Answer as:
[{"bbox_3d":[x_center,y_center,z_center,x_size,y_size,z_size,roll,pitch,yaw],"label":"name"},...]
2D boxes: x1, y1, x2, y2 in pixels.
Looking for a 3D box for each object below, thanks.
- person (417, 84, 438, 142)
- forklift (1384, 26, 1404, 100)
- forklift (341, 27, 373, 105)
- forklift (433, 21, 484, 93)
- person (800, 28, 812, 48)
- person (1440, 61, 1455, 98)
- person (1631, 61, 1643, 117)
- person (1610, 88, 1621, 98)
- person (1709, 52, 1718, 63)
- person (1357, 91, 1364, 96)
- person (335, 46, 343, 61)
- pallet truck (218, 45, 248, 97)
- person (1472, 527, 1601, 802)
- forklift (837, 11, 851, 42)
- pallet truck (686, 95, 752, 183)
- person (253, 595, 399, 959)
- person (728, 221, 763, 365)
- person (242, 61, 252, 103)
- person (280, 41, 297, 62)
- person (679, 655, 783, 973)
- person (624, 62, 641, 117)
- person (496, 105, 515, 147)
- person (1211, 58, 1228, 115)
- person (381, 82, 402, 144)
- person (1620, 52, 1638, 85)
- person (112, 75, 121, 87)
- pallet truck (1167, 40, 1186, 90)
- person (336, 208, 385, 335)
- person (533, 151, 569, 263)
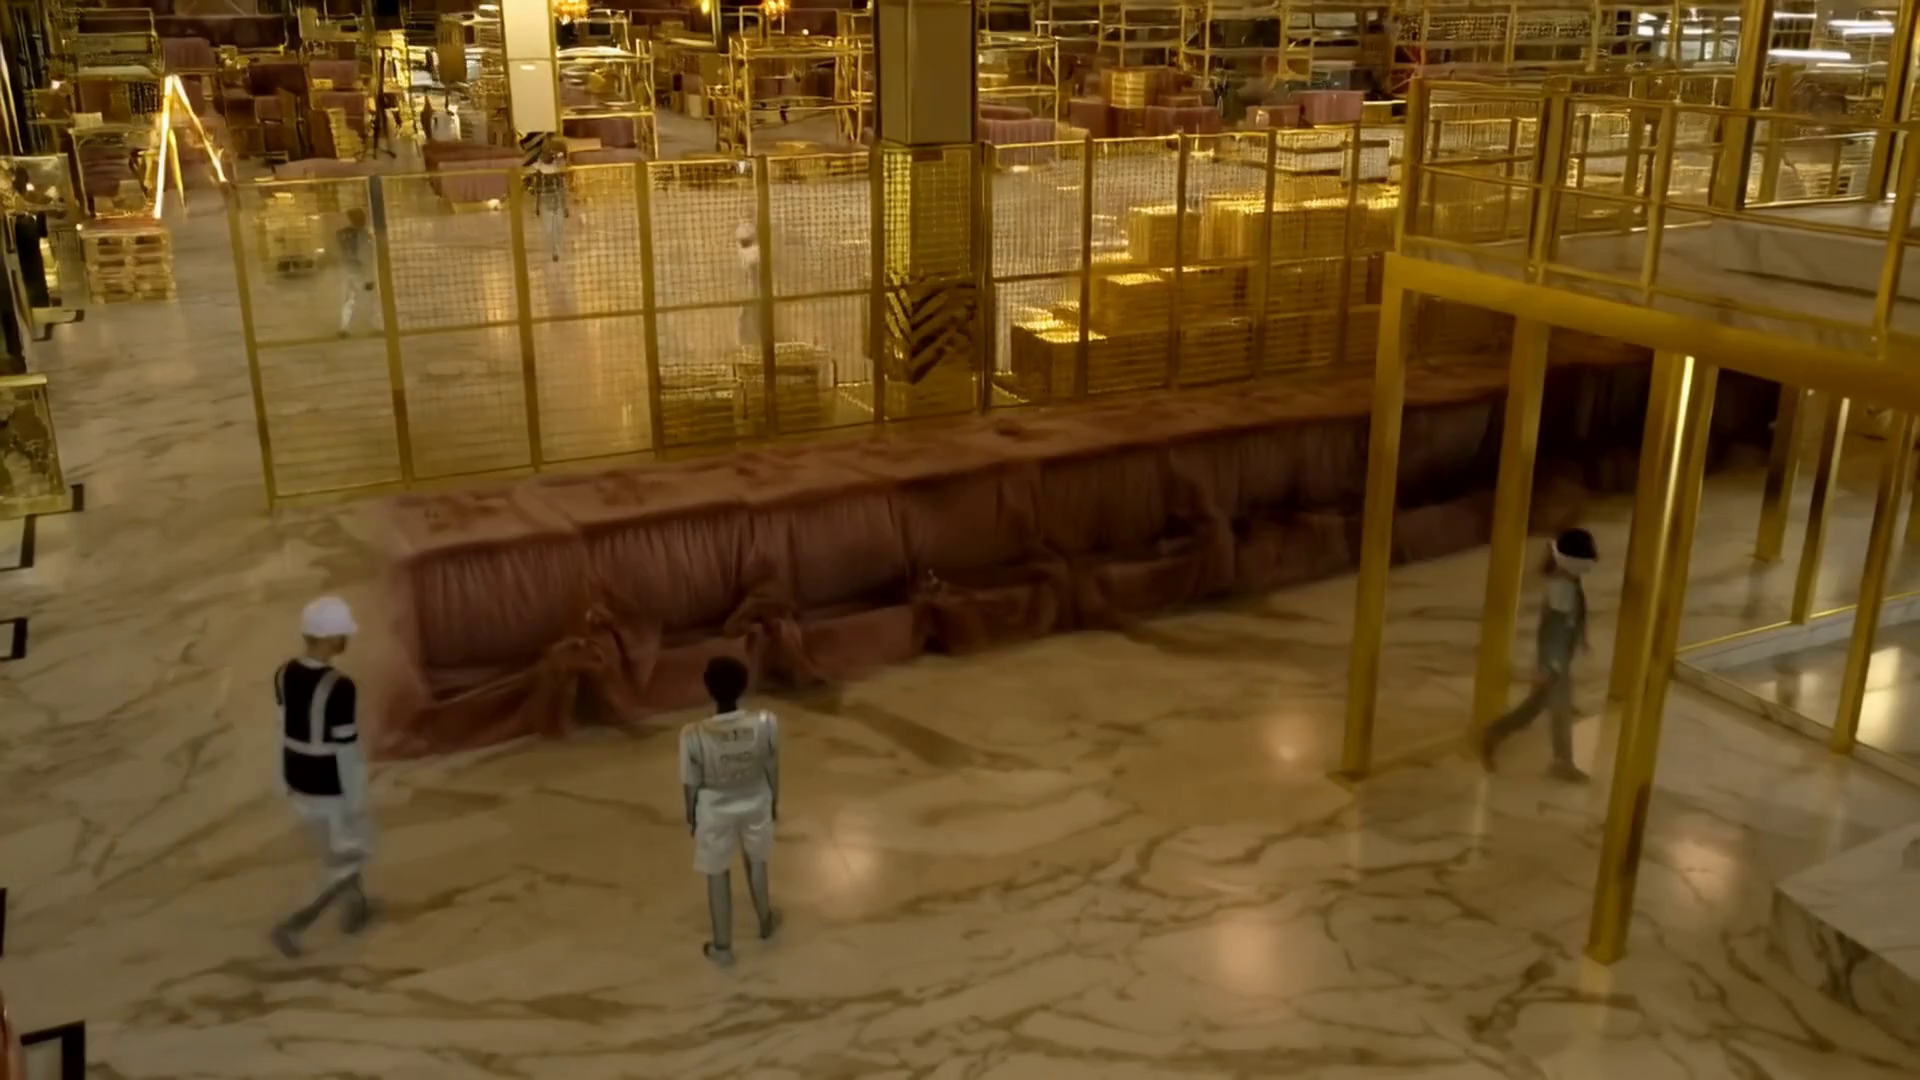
[{"bbox_3d":[-14.876,-11.836,46.581,0.697,1.825,0.521,10,21,26],"label":"person"},{"bbox_3d":[16.298,-17.848,62.408,1.873,2.768,1.129,-9,21,-25],"label":"forklift"},{"bbox_3d":[-22.275,-17.346,60.954,1.873,2.768,1.129,-9,21,-25],"label":"forklift"},{"bbox_3d":[-20.638,-19.844,68.193,1.129,2.768,1.873,14,23,34],"label":"forklift"},{"bbox_3d":[-7.870,-25.141,84.971,0.637,1.936,0.355,-9,21,-25],"label":"person"},{"bbox_3d":[16.652,-15.340,56.630,0.866,1.893,0.591,-5,20,-15],"label":"person"},{"bbox_3d":[23.080,-15.277,56.429,0.606,1.897,0.633,18,26,41],"label":"person"},{"bbox_3d":[17.193,-10.983,44.007,0.655,1.883,0.944,6,20,18],"label":"person"},{"bbox_3d":[30.429,-18.913,67.354,0.871,1.636,0.539,10,22,27],"label":"person"},{"bbox_3d":[11.044,-11.539,45.924,0.538,1.687,0.471,-8,21,-22],"label":"person"},{"bbox_3d":[-27.801,-21.458,74.350,0.547,1.916,0.807,18,26,41],"label":"person"},{"bbox_3d":[-28.879,-18.665,66.111,0.823,1.965,1.885,-3,19,-9],"label":"pallet truck"},{"bbox_3d":[3.646,0.721,10.313,0.800,1.735,0.521,11,22,28],"label":"person"},{"bbox_3d":[-5.792,-25.032,83.233,1.873,2.768,1.129,-9,21,-25],"label":"forklift"},{"bbox_3d":[-5.836,-9.608,39.856,0.823,1.965,1.885,10,22,27],"label":"pallet truck"},{"bbox_3d":[-3.361,1.241,8.561,0.561,1.902,0.814,14,23,34],"label":"person"},{"bbox_3d":[-2.663,-3.096,21.072,0.725,1.931,0.688,-5,20,-14],"label":"person"},{"bbox_3d":[-24.490,-15.622,57.554,0.583,1.837,0.983,-4,19,-11],"label":"person"},{"bbox_3d":[-28.539,-20.243,70.771,0.637,1.938,0.355,-9,21,-25],"label":"person"},{"bbox_3d":[-1.155,1.385,8.442,0.541,1.696,0.316,-9,21,-25],"label":"person"},{"bbox_3d":[-11.144,-15.433,56.828,0.637,1.938,0.355,-9,21,-25],"label":"person"},{"bbox_3d":[-10.325,-8.933,37.991,0.686,1.949,0.584,7,20,19],"label":"person"},{"bbox_3d":[8.978,-15.645,57.461,0.610,1.938,0.805,-1,19,-1],"label":"person"},{"bbox_3d":[-16.521,-12.386,48.295,0.494,1.741,0.315,-9,21,-25],"label":"person"},{"bbox_3d":[27.262,-19.110,67.913,0.633,1.664,0.539,2,19,5],"label":"person"},{"bbox_3d":[-27.368,-14.278,54.010,0.519,1.588,0.866,-12,22,-31],"label":"person"},{"bbox_3d":[9.045,-19.971,69.895,0.823,1.965,1.885,-3,19,-8],"label":"pallet truck"},{"bbox_3d":[-8.273,-3.643,22.856,0.620,1.816,0.890,7,20,19],"label":"person"},{"bbox_3d":[-7.100,-5.802,28.949,0.613,1.910,0.519,0,19,0],"label":"person"}]
